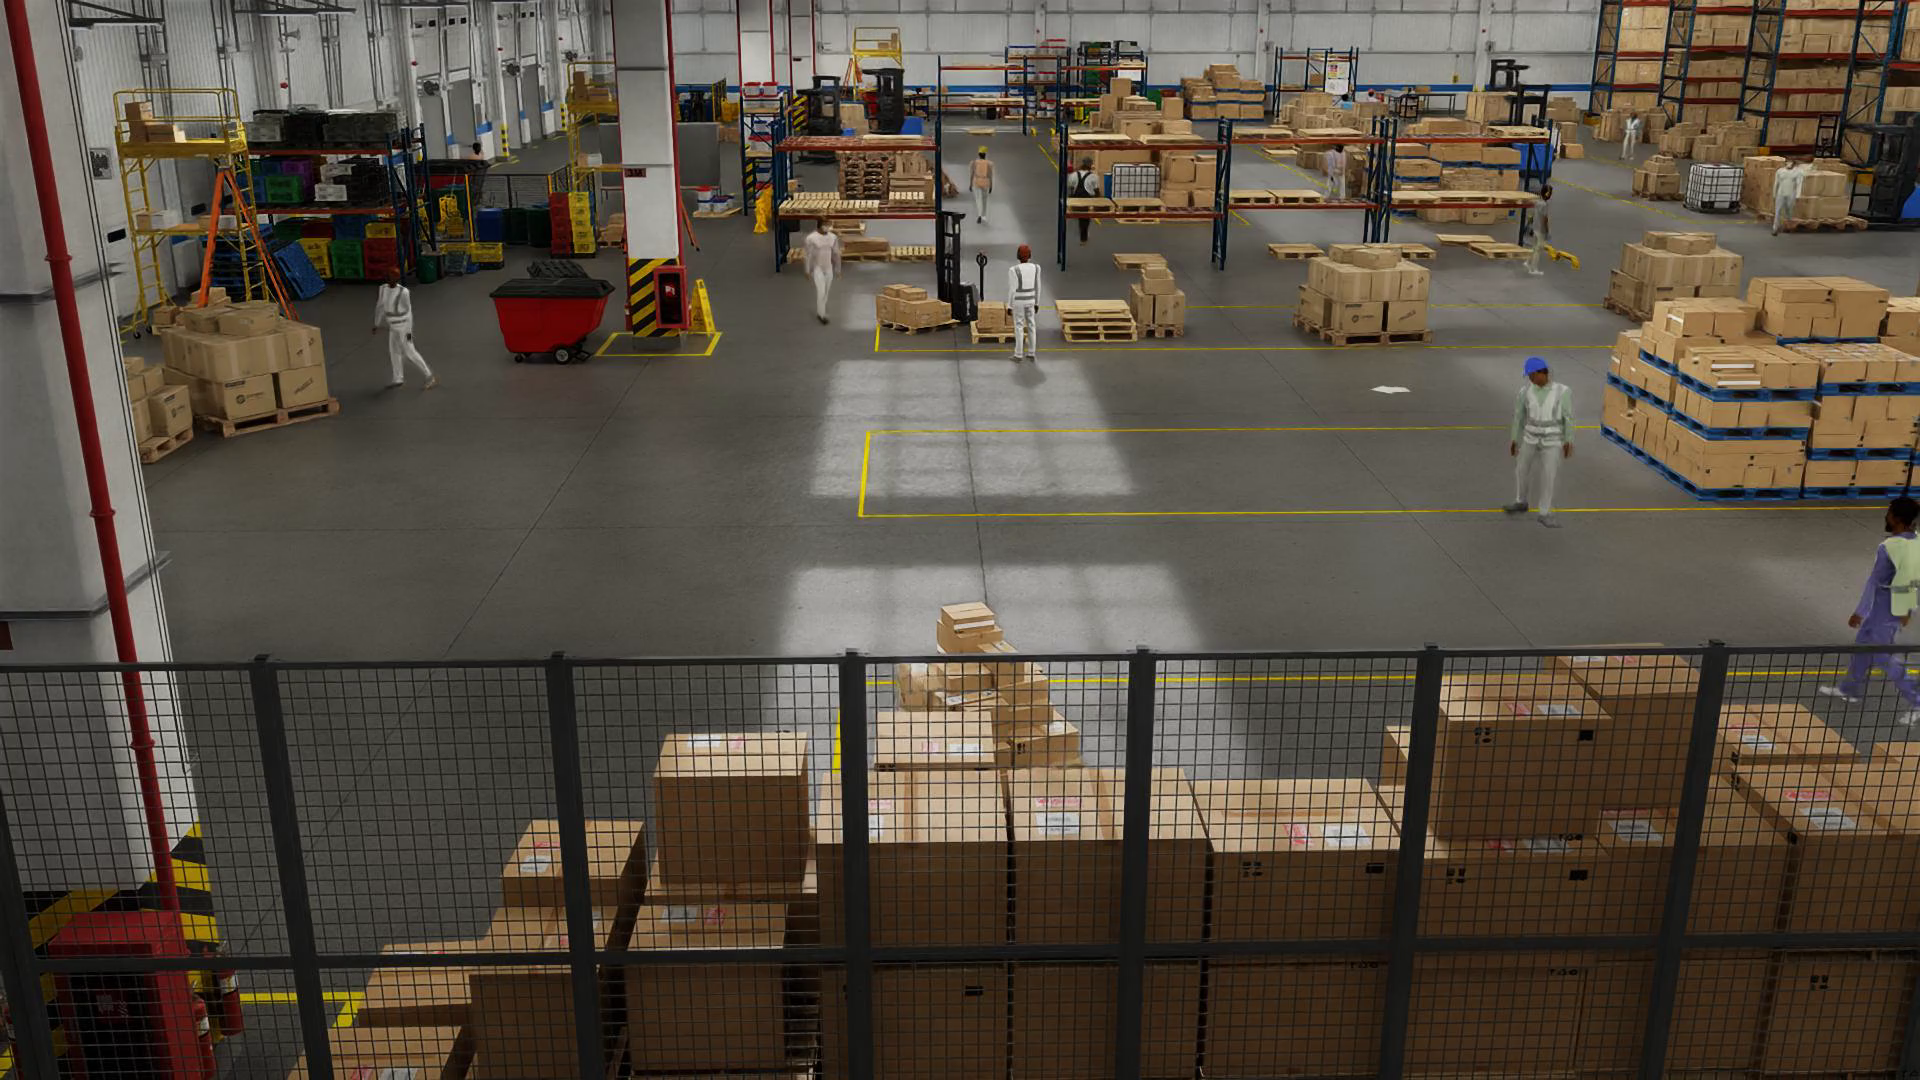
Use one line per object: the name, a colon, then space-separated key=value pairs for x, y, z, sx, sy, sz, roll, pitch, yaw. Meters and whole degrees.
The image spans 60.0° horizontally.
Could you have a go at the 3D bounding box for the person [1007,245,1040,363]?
person: x=1.017 y=-3.772 z=26.596 sx=0.585 sy=1.882 sz=0.344 roll=-11 pitch=21 yaw=-29

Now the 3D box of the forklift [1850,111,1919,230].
forklift: x=23.126 y=-9.083 z=40.816 sx=1.873 sy=2.768 sz=1.129 roll=-1 pitch=19 yaw=-2

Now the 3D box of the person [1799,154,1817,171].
person: x=21.798 y=-9.122 z=42.875 sx=0.398 sy=1.623 sz=0.511 roll=-14 pitch=23 yaw=-35

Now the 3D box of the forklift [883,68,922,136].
forklift: x=-2.381 y=-15.698 z=60.440 sx=1.873 sy=2.768 sz=1.129 roll=-13 pitch=23 yaw=-34

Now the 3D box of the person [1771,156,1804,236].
person: x=19.881 y=-8.288 z=39.991 sx=0.633 sy=1.898 sz=1.010 roll=11 pitch=22 yaw=30

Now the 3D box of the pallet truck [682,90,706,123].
pallet truck: x=-9.671 y=-15.907 z=62.421 sx=0.823 sy=1.965 sz=1.885 roll=5 pitch=19 yaw=15

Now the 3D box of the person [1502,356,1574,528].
person: x=6.533 y=-1.126 z=18.733 sx=0.737 sy=1.897 sz=0.431 roll=14 pitch=23 yaw=35

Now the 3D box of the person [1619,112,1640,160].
person: x=22.818 y=-13.746 z=56.623 sx=0.541 sy=1.599 sz=0.835 roll=16 pitch=25 yaw=40

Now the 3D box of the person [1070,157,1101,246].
person: x=2.973 y=-7.906 z=38.619 sx=0.701 sy=2.000 sz=0.972 roll=12 pitch=22 yaw=31

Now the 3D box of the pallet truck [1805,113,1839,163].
pallet truck: x=26.403 y=-11.957 z=50.702 sx=0.823 sy=1.965 sz=1.885 roll=6 pitch=19 yaw=16

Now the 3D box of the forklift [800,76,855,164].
forklift: x=-4.427 y=-14.116 z=55.747 sx=1.129 sy=2.768 sz=1.873 roll=10 pitch=21 yaw=28

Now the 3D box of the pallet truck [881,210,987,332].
pallet truck: x=-0.493 y=-4.759 z=29.349 sx=1.885 sy=1.965 sz=0.823 roll=-13 pitch=23 yaw=-34

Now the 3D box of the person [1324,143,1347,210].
person: x=10.110 y=-9.745 z=44.463 sx=0.628 sy=1.787 sz=1.000 roll=-8 pitch=20 yaw=-22

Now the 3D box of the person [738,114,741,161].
person: x=-7.319 y=-13.808 z=56.301 sx=0.381 sy=1.928 sz=0.587 roll=1 pitch=19 yaw=2

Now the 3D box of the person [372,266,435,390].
person: x=-8.364 y=-3.185 z=24.879 sx=0.782 sy=1.878 sz=0.594 roll=16 pitch=24 yaw=39

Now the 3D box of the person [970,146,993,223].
person: x=0.551 y=-9.019 z=42.157 sx=0.588 sy=1.891 sz=0.926 roll=-1 pitch=19 yaw=-4

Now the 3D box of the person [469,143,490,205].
person: x=-13.064 y=-9.969 z=45.328 sx=0.779 sy=1.663 sz=0.539 roll=8 pitch=20 yaw=22

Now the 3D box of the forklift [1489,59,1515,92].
forklift: x=21.872 y=-18.053 z=67.426 sx=1.129 sy=2.768 sz=1.873 roll=-6 pitch=19 yaw=-16

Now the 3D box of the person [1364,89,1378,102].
person: x=15.749 y=-16.375 z=63.965 sx=0.570 sy=1.892 sz=0.606 roll=1 pitch=19 yaw=2

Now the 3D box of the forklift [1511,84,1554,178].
forklift: x=17.642 y=-12.696 z=51.535 sx=1.129 sy=2.768 sz=1.873 roll=-1 pitch=19 yaw=-1

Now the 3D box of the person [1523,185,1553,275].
person: x=12.059 y=-6.419 z=34.501 sx=0.386 sy=1.847 sz=0.510 roll=-1 pitch=19 yaw=-2

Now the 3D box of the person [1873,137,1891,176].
person: x=25.148 y=-10.042 z=45.142 sx=0.661 sy=1.921 sz=0.438 roll=10 pitch=21 yaw=28

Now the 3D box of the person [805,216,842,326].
person: x=-2.384 y=-4.775 z=29.531 sx=0.654 sy=1.904 sz=0.817 roll=-12 pitch=22 yaw=-31

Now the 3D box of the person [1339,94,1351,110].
person: x=14.861 y=-16.439 z=64.514 sx=0.536 sy=1.652 sz=0.848 roll=-6 pitch=20 yaw=-17

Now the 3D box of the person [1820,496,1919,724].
person: x=7.715 y=0.563 z=13.745 sx=0.592 sy=1.886 sz=0.889 roll=-16 pitch=24 yaw=-39
